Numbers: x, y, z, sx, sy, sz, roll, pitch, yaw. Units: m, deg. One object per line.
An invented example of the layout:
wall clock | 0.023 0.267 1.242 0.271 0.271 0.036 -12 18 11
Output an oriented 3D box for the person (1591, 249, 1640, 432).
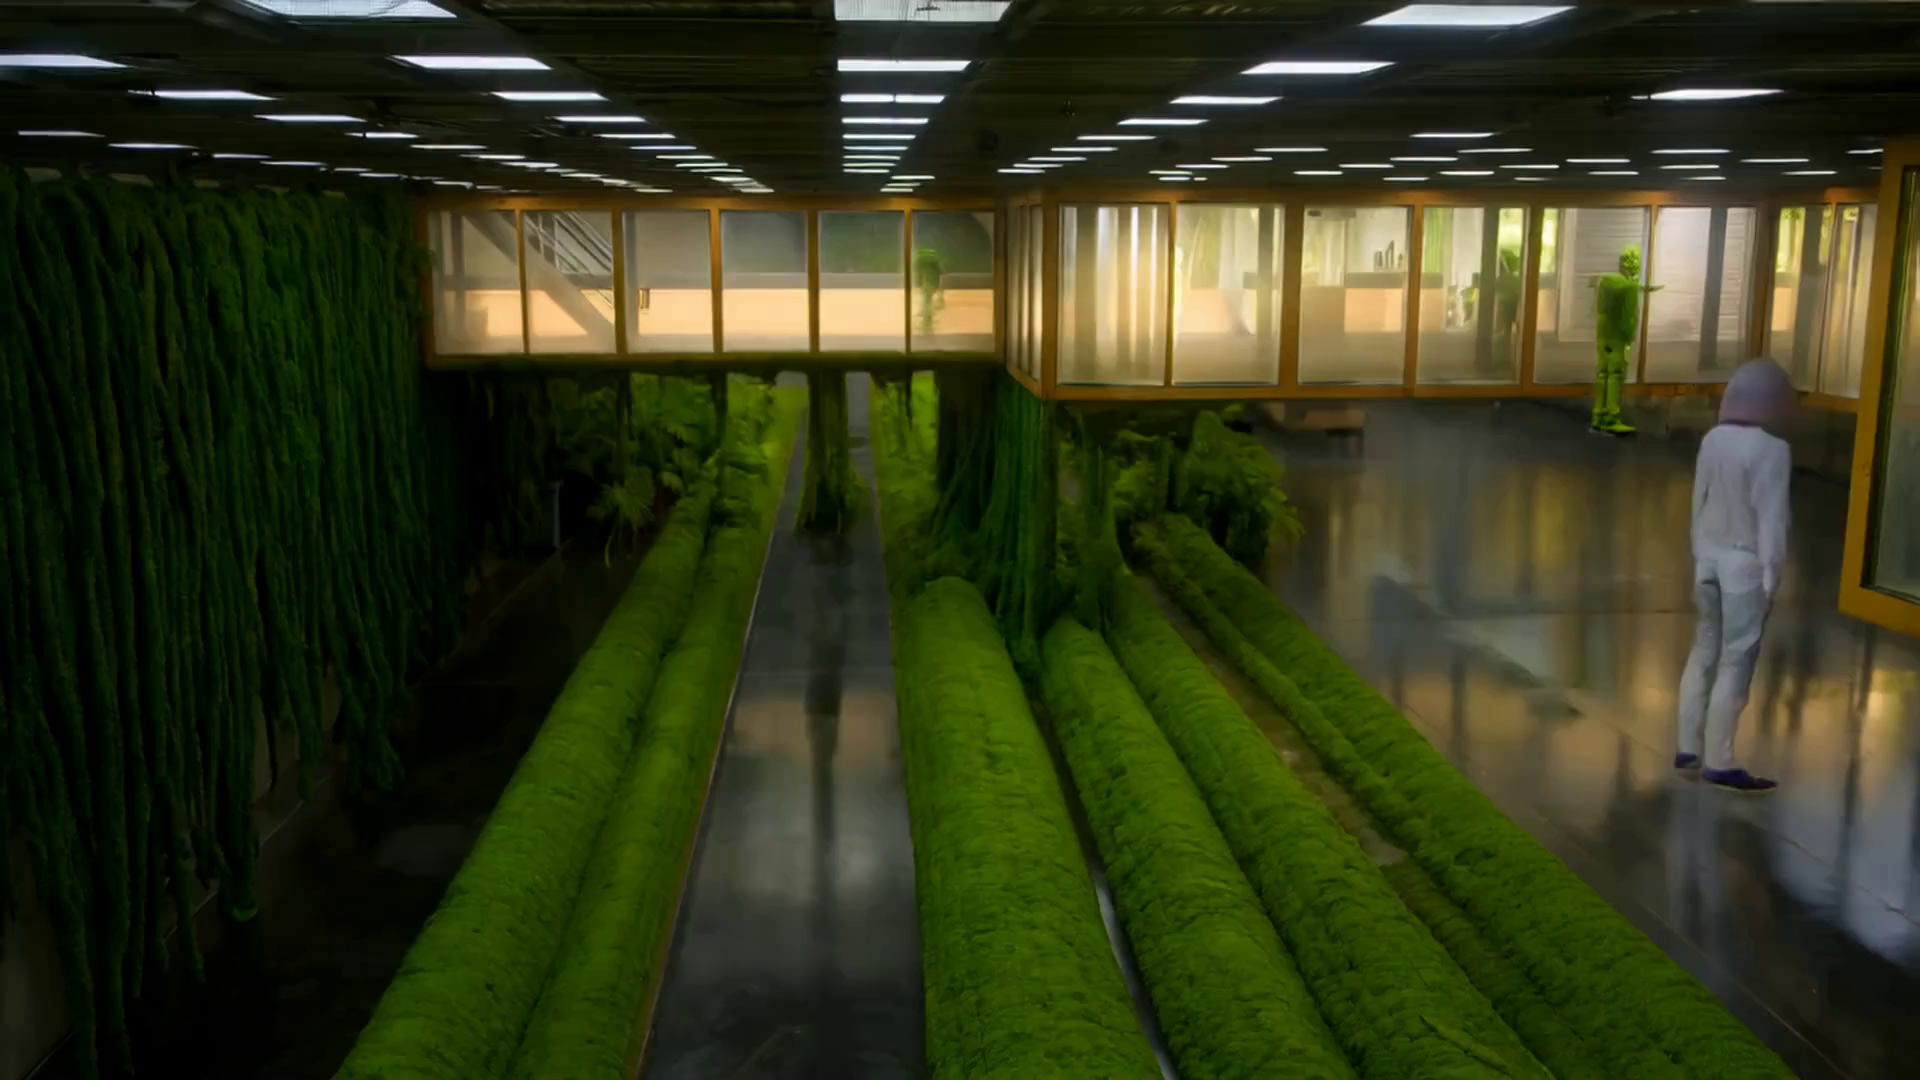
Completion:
person | 6.919 -2.092 17.468 0.403 1.906 0.651 -1 11 -4

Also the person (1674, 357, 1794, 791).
person | 2.939 0.127 6.294 0.312 1.620 0.545 -2 11 -9
